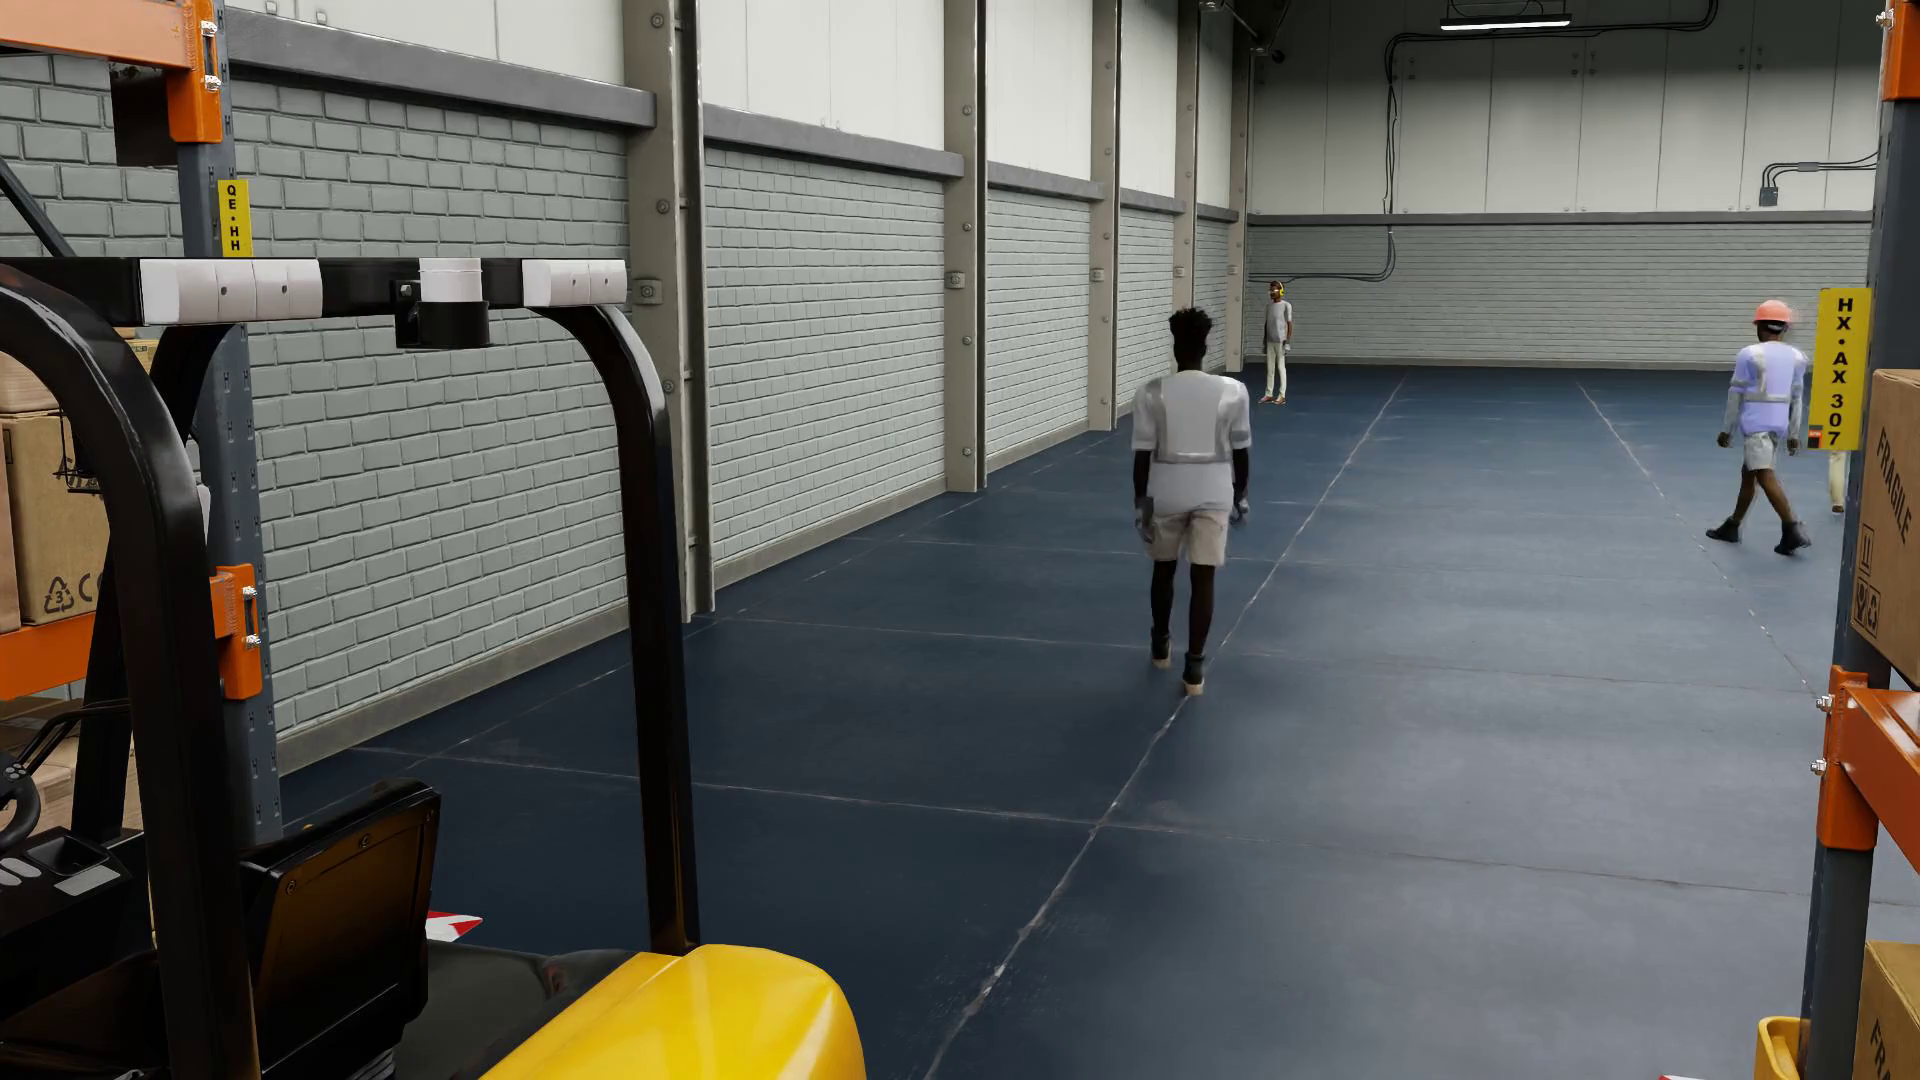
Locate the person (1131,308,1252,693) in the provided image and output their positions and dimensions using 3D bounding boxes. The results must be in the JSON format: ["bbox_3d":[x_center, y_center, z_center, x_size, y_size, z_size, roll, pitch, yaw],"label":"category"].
[{"bbox_3d":[1.195,-0.231,8.645,0.612,1.927,0.920,1,10,7],"label":"person"}]

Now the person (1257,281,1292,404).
[{"bbox_3d":[4.816,-3.005,25.342,0.336,1.873,0.521,-8,12,-38],"label":"person"}]

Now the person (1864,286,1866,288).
[{"bbox_3d":[10.511,-1.987,19.223,0.375,1.901,0.746,5,11,28],"label":"person"}]

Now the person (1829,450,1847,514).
[{"bbox_3d":[7.609,-1.014,14.232,0.500,1.621,0.373,7,12,34],"label":"person"}]

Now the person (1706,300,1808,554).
[{"bbox_3d":[6.100,-0.860,12.533,0.539,1.894,0.997,-3,10,-18],"label":"person"}]
